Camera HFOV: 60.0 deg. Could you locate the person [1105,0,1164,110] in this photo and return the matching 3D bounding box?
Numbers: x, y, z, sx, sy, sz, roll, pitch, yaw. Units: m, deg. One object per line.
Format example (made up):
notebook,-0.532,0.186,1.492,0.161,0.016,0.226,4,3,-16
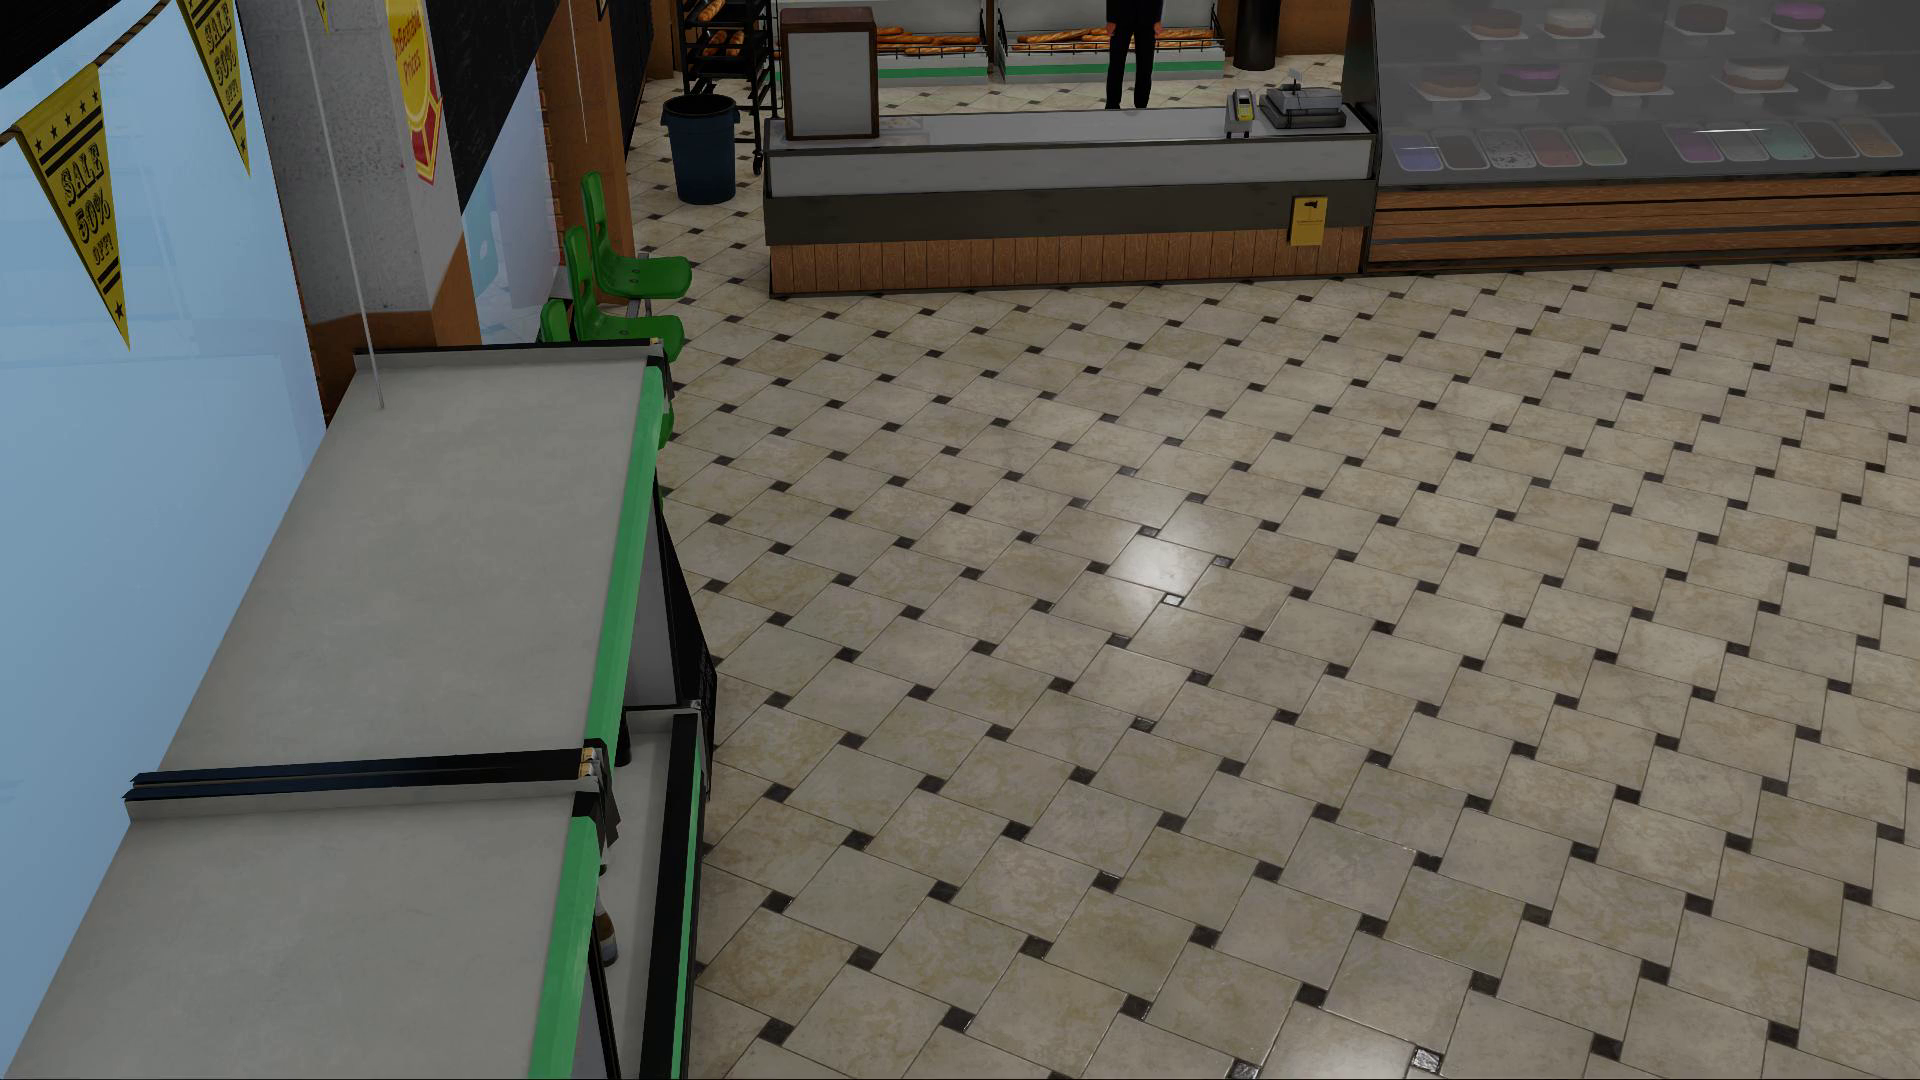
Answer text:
person,1.418,-4.247,13.479,0.613,1.868,0.569,-3,32,-4
